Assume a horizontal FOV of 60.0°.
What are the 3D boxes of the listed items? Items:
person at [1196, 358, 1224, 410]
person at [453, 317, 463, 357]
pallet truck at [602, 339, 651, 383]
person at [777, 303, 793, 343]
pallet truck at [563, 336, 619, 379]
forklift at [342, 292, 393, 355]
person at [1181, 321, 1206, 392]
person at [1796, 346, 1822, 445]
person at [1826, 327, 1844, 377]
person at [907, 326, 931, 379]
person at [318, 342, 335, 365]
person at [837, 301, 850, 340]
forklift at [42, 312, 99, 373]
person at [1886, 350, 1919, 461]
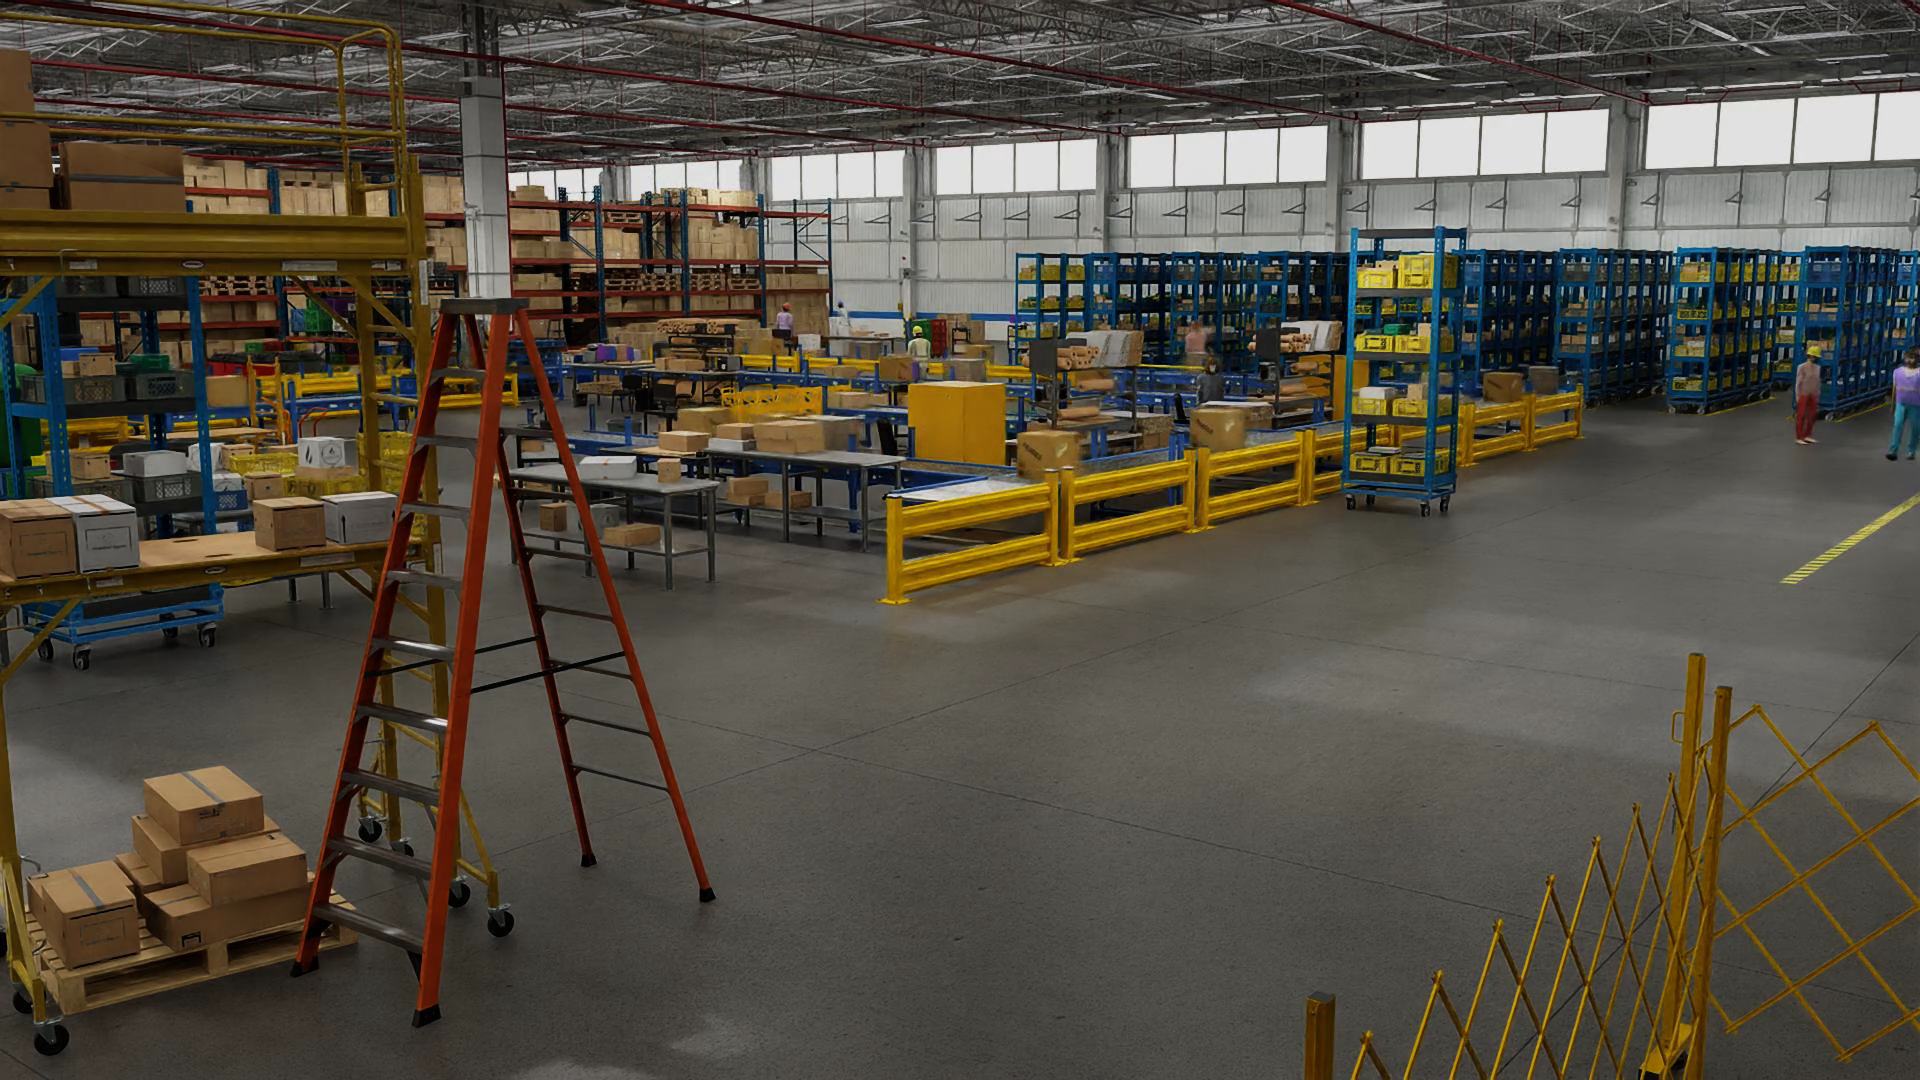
[{"bbox_3d":[4.187,-2.230,27.828,0.500,1.633,0.285,-2,9,-15],"label":"person"},{"bbox_3d":[-15.892,-6.294,52.837,0.528,1.750,0.384,5,10,28],"label":"person"},{"bbox_3d":[-8.991,-4.871,45.351,0.653,1.274,1.630,7,11,37],"label":"pallet truck"},{"bbox_3d":[-6.078,-7.229,57.826,0.631,2.022,0.418,5,10,28],"label":"person"},{"bbox_3d":[-10.690,-5.294,48.215,1.601,1.201,0.680,-5,10,-26],"label":"pallet truck"},{"bbox_3d":[-16.485,-5.622,45.120,1.129,2.768,1.873,7,11,37],"label":"forklift"},{"bbox_3d":[5.701,-4.438,40.858,0.642,1.874,0.864,-4,10,-24],"label":"person"},{"bbox_3d":[15.088,-2.567,29.567,0.540,1.748,0.360,-3,9,-17],"label":"person"},{"bbox_3d":[21.404,-4.425,40.481,0.546,1.980,0.623,9,13,44],"label":"person"},{"bbox_3d":[-0.967,-4.049,38.585,0.591,1.826,0.403,-5,11,-30],"label":"person"},{"bbox_3d":[-16.041,-4.642,42.093,0.455,1.883,0.660,-2,9,-12],"label":"person"},{"bbox_3d":[-4.784,-8.930,68.857,0.922,1.900,0.663,7,12,39],"label":"person"},{"bbox_3d":[-23.779,-5.451,44.052,1.873,2.768,1.129,7,11,36],"label":"forklift"},{"bbox_3d":[15.359,-2.170,26.933,0.594,1.792,0.959,9,13,43],"label":"person"}]
